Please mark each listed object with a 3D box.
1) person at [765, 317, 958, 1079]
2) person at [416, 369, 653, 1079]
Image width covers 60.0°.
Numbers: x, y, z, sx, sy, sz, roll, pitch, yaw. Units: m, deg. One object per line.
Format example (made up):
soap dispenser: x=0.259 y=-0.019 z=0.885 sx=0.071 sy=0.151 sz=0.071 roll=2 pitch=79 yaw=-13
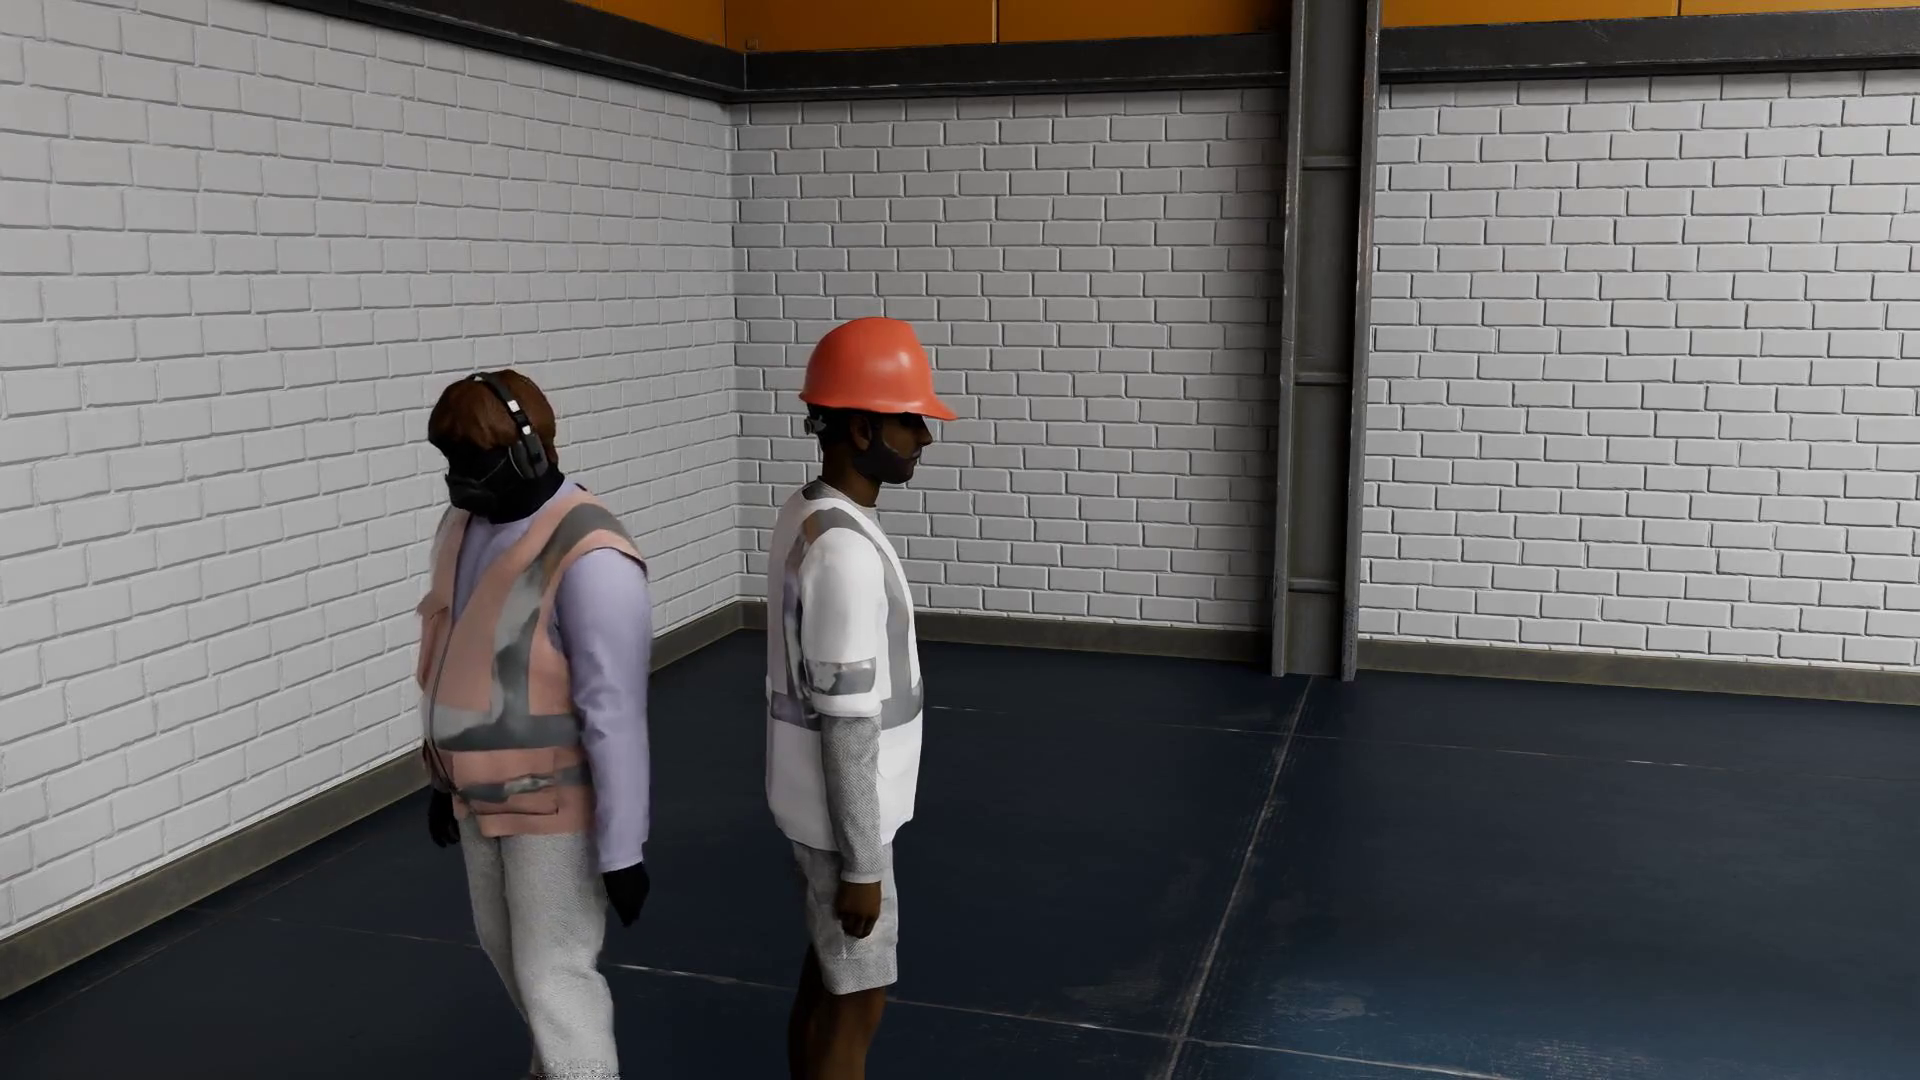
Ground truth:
person: x=-0.196 y=0.526 z=3.327 sx=0.378 sy=1.930 sz=0.538 roll=-2 pitch=9 yaw=-10
person: x=-0.875 y=0.545 z=3.546 sx=0.534 sy=1.819 sz=0.795 roll=-8 pitch=12 yaw=-41
